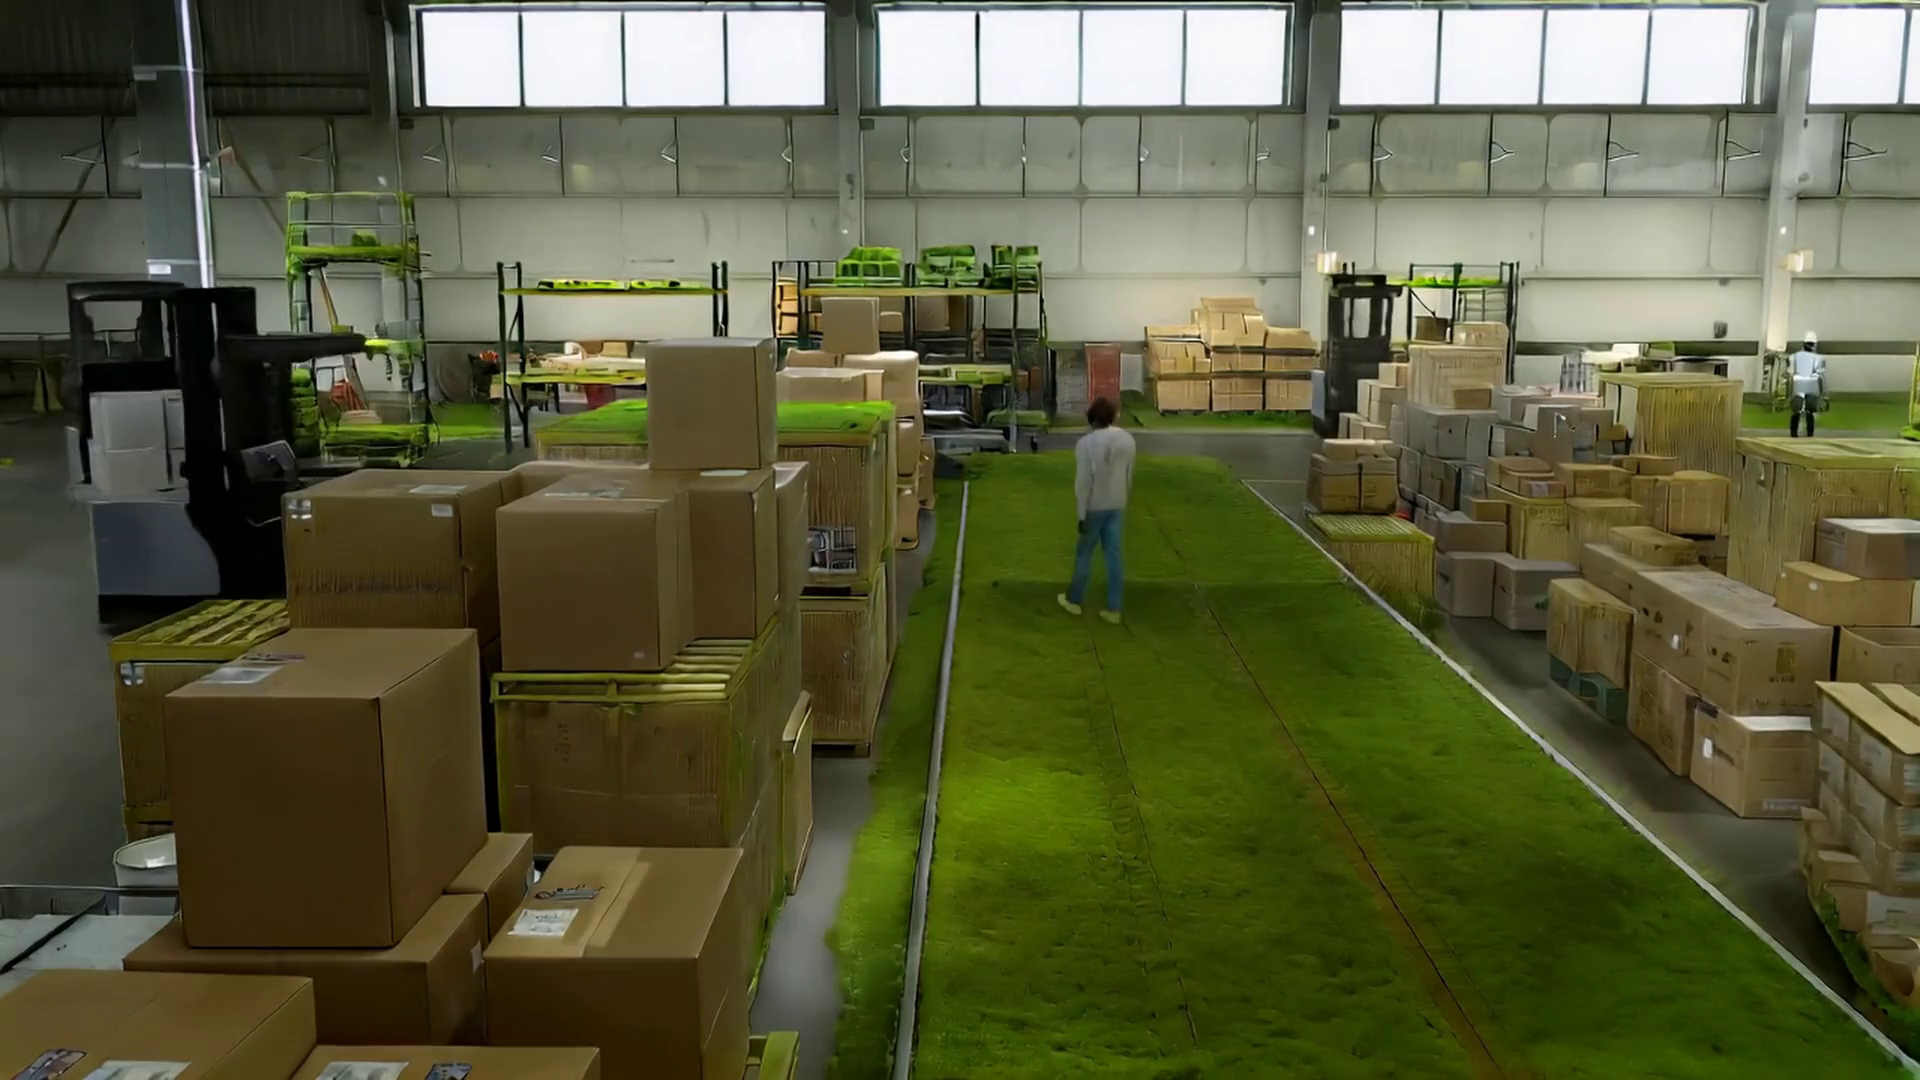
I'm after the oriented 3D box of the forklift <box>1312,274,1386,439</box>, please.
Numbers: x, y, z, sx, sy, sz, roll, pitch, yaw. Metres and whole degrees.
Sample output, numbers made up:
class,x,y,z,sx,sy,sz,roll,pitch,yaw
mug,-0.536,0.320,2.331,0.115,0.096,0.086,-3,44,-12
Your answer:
class,x,y,z,sx,sy,sz,roll,pitch,yaw
forklift,6.876,-3.233,29.002,1.129,2.768,1.873,0,9,1

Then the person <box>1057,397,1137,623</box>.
class,x,y,z,sx,sy,sz,roll,pitch,yaw
person,1.166,-0.270,14.194,0.658,1.905,0.825,-5,11,-26

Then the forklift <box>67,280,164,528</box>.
class,x,y,z,sx,sy,sz,roll,pitch,yaw
forklift,-9.776,-1.639,19.455,1.129,2.768,1.873,-7,12,-36

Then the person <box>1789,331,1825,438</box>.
class,x,y,z,sx,sy,sz,roll,pitch,yaw
person,13.578,-2.376,26.687,0.357,1.938,0.542,-9,13,-42

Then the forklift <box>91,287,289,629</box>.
class,x,y,z,sx,sy,sz,roll,pitch,yaw
forklift,-6.160,-0.715,13.920,1.873,2.768,1.129,0,9,1
